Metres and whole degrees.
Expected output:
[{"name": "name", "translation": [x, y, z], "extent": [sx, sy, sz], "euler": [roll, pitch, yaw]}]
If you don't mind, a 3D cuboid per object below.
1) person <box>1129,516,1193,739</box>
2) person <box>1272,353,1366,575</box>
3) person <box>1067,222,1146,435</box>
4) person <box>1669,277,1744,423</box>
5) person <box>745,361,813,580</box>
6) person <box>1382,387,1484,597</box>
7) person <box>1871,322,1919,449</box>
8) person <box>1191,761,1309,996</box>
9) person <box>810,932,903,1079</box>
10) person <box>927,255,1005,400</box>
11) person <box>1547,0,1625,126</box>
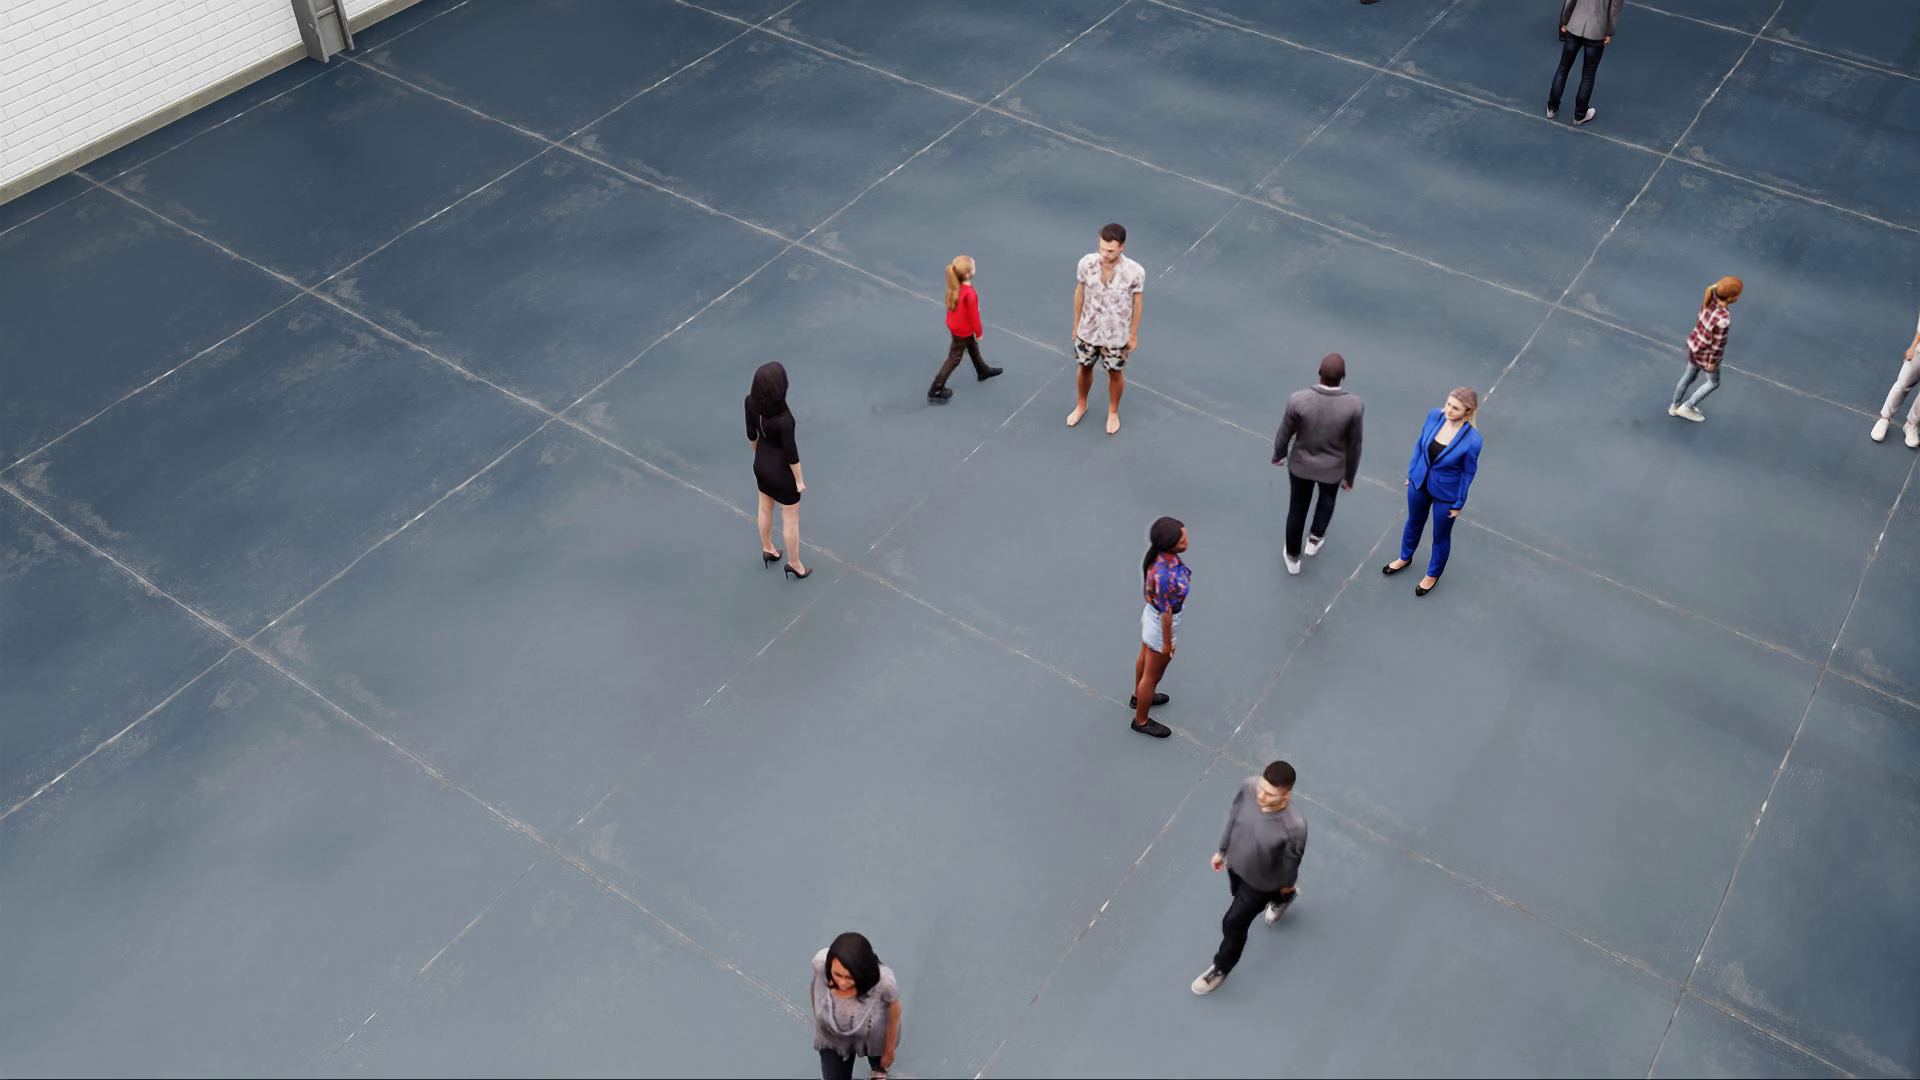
[{"name": "person", "translation": [1.242, 0.517, 10.353], "extent": [0.731, 1.743, 0.628], "euler": [1, 44, 1]}, {"name": "person", "translation": [2.423, -0.445, 11.317], "extent": [0.854, 1.806, 0.849], "euler": [8, 44, 8]}, {"name": "person", "translation": [1.095, -1.626, 12.550], "extent": [0.726, 1.815, 0.667], "euler": [13, 45, 13]}, {"name": "person", "translation": [5.660, -1.458, 12.746], "extent": [0.697, 1.301, 0.624], "euler": [-2, 44, -2]}, {"name": "person", "translation": [-1.254, -0.459, 11.331], "extent": [0.605, 1.806, 0.513], "euler": [31, 52, 29]}, {"name": "person", "translation": [3.250, -0.354, 11.298], "extent": [0.633, 1.700, 0.672], "euler": [-29, 51, -27]}, {"name": "person", "translation": [7.337, -1.436, 12.442], "extent": [0.644, 1.688, 0.609], "euler": [16, 46, 16]}, {"name": "person", "translation": [1.663, 1.743, 9.074], "extent": [1.176, 1.732, 0.883], "euler": [-25, 49, -24]}, {"name": "person", "translation": [-0.498, 2.401, 8.494], "extent": [0.831, 1.579, 1.030], "euler": [10, 45, 11]}, {"name": "person", "translation": [-0.032, -1.633, 12.964], "extent": [0.987, 1.254, 0.791], "euler": [-19, 47, -19]}, {"name": "person", "translation": [6.026, -4.906, 15.950], "extent": [0.674, 1.874, 0.591], "euler": [27, 50, 26]}]
